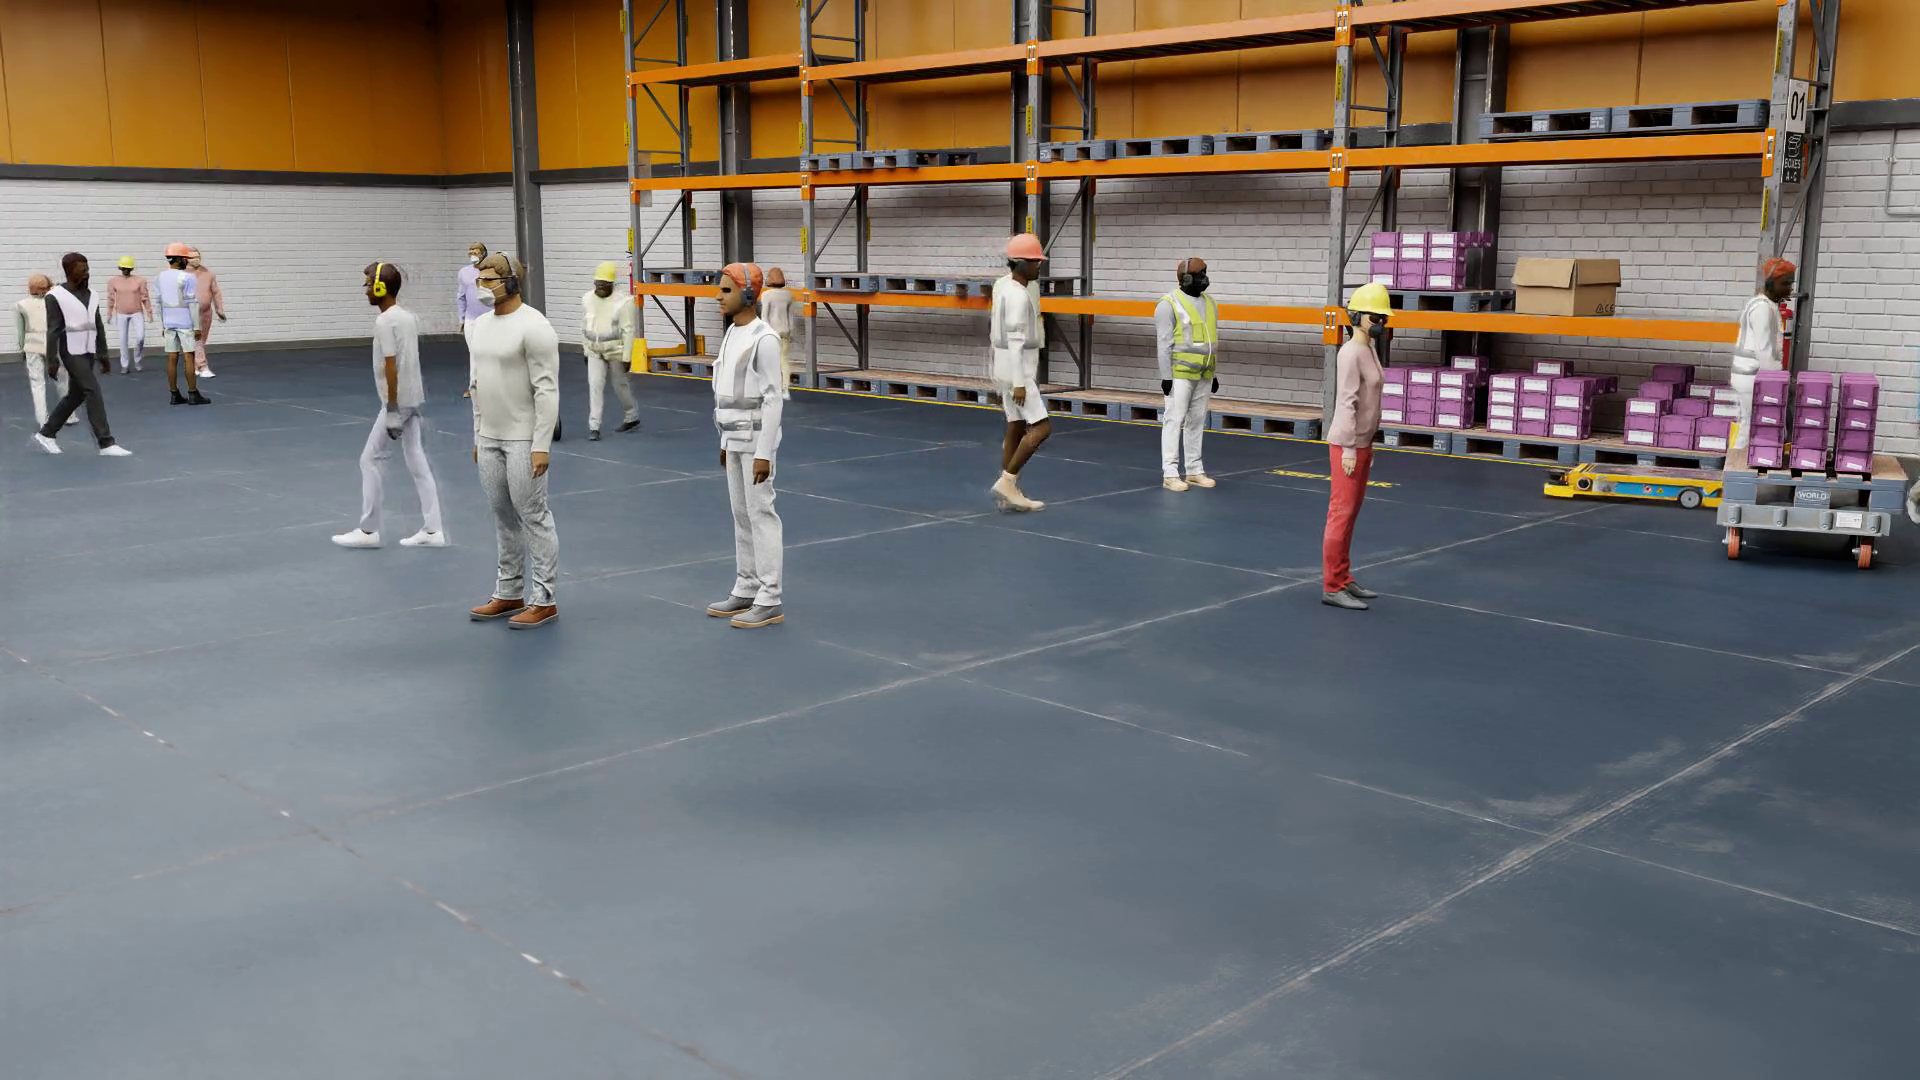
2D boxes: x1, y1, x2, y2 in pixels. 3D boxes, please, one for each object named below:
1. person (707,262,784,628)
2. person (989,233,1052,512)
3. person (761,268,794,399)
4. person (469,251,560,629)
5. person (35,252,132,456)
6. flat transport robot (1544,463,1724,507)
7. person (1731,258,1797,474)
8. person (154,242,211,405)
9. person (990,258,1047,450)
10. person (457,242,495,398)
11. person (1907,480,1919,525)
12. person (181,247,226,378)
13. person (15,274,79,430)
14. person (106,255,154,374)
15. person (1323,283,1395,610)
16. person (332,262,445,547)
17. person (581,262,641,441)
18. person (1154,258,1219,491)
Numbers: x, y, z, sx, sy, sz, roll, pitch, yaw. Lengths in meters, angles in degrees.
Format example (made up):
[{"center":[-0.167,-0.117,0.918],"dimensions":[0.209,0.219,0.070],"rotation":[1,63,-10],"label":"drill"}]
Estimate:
[{"center":[-1.108,-0.489,8.643],"dimensions":[0.354,1.883,0.573],"rotation":[-6,12,-29],"label":"person"},{"center":[0.457,-1.191,12.054],"dimensions":[0.420,2.032,0.632],"rotation":[-1,10,-4],"label":"person"},{"center":[-2.266,-2.541,20.540],"dimensions":[0.523,1.622,0.447],"rotation":[-10,14,-44],"label":"person"},{"center":[-2.322,-0.513,8.623],"dimensions":[0.632,1.939,0.368],"rotation":[8,13,38],"label":"person"},{"center":[-8.168,-1.704,15.306],"dimensions":[0.960,1.880,0.596],"rotation":[1,10,8],"label":"person"},{"center":[5.275,-0.432,12.728],"dimensions":[1.431,0.197,0.652],"rotation":[5,12,28],"label":"flat transport robot"},{"center":[5.889,-1.139,12.256],"dimensions":[0.495,1.860,0.596],"rotation":[7,12,32],"label":"person"},{"center":[-9.311,-2.575,19.877],"dimensions":[0.546,1.934,0.376],"rotation":[3,11,15],"label":"person"},{"center":[0.635,-1.814,15.596],"dimensions":[0.672,1.975,0.646],"rotation":[8,13,37],"label":"person"},{"center":[-5.957,-2.730,20.712],"dimensions":[0.632,1.940,0.368],"rotation":[2,11,9],"label":"person"},{"center":[6.657,-0.812,11.115],"dimensions":[0.513,1.621,0.481],"rotation":[0,10,-1],"label":"person"},{"center":[-11.001,-3.276,23.910],"dimensions":[0.947,1.866,0.641],"rotation":[7,12,33],"label":"person"},{"center":[-9.581,-1.968,17.457],"dimensions":[0.518,1.613,0.729],"rotation":[-3,11,-16],"label":"person"},{"center":[-12.133,-3.286,24.297],"dimensions":[0.631,1.732,0.456],"rotation":[-5,11,-24],"label":"person"},{"center":[2.183,-0.513,9.097],"dimensions":[0.329,1.765,0.527],"rotation":[5,11,25],"label":"person"},{"center":[-3.746,-0.857,10.748],"dimensions":[0.819,1.837,0.569],"rotation":[1,10,4],"label":"person"},{"center":[-3.526,-1.903,16.691],"dimensions":[0.630,1.771,0.895],"rotation":[2,11,13],"label":"person"},{"center":[1.838,-1.320,13.281],"dimensions":[0.626,1.847,0.429],"rotation":[-8,13,-38],"label":"person"}]
